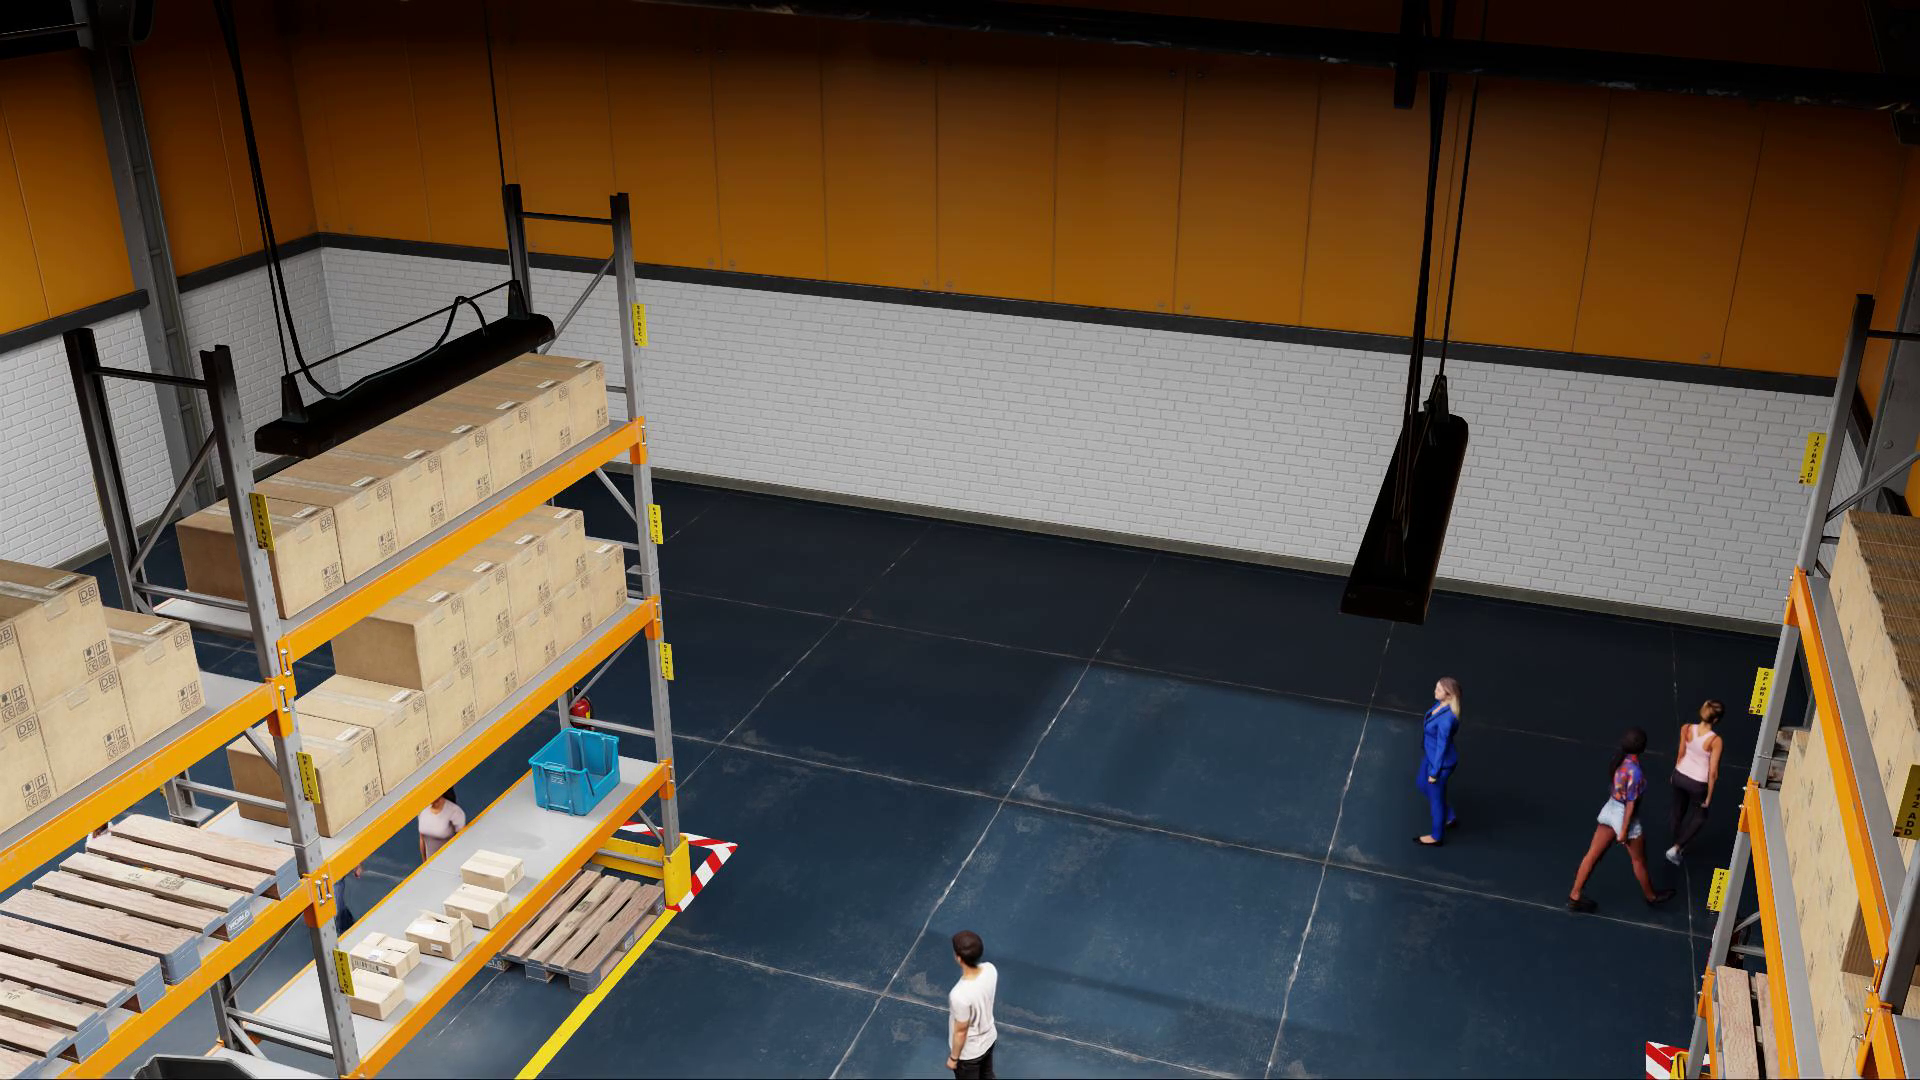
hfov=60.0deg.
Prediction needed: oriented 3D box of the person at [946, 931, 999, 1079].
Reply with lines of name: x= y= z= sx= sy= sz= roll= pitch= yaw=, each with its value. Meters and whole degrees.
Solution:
person: x=0.094 y=3.397 z=11.330 sx=0.733 sy=1.718 sz=0.550 roll=15 pitch=28 yaw=31

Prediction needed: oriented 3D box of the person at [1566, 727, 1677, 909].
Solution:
person: x=5.364 y=2.348 z=13.765 sx=0.988 sy=1.689 sz=1.158 roll=-1 pitch=24 yaw=-3

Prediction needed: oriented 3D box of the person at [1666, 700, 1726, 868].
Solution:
person: x=6.285 y=2.118 z=14.358 sx=0.872 sy=1.637 sz=0.782 roll=-18 pitch=29 yaw=-36

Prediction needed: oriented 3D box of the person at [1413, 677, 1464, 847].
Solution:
person: x=4.326 y=1.964 z=14.643 sx=0.719 sy=1.690 sz=0.599 roll=6 pitch=24 yaw=14
